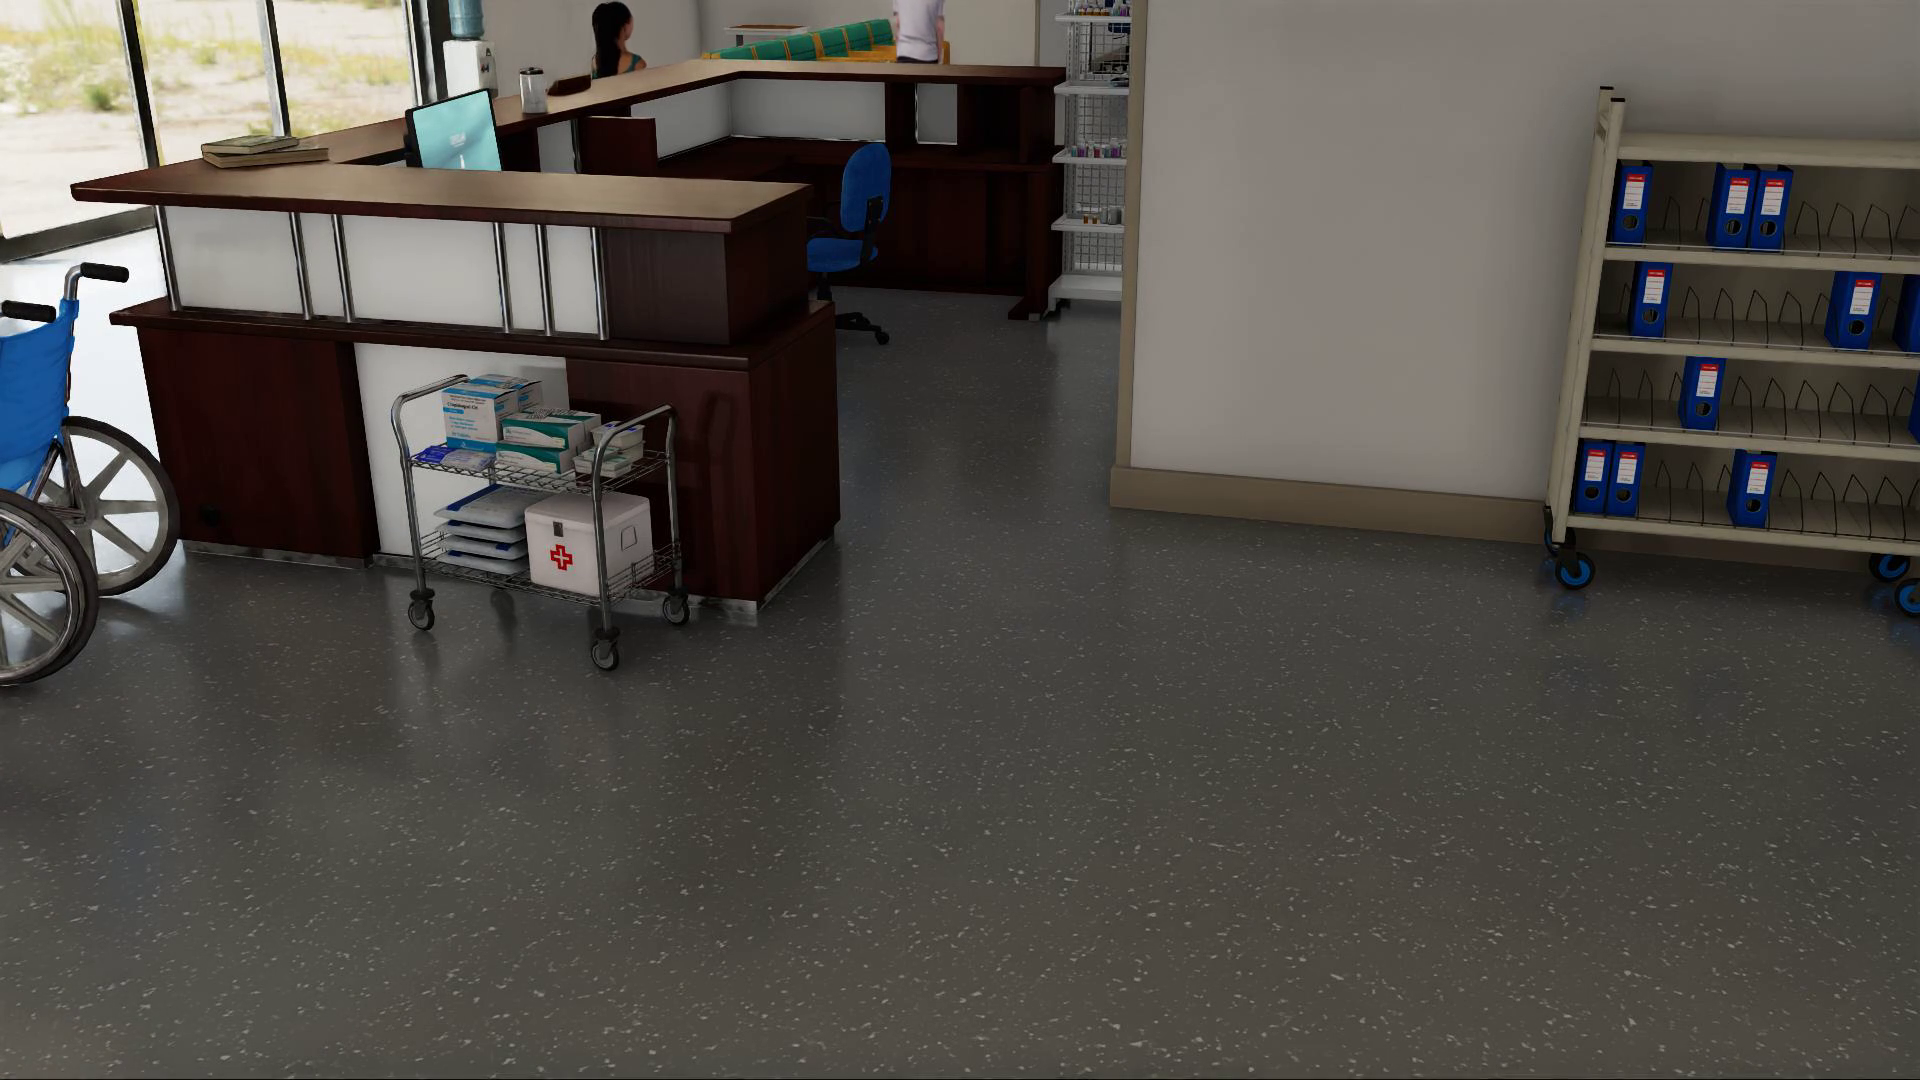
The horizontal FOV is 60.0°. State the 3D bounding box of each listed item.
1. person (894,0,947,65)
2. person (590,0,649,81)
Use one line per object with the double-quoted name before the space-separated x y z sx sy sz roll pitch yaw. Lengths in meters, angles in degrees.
"person" -0.414 -4.427 15.279 0.580 1.817 0.737 5 21 12
"person" -2.030 -2.295 9.851 0.651 1.676 0.651 7 22 18
